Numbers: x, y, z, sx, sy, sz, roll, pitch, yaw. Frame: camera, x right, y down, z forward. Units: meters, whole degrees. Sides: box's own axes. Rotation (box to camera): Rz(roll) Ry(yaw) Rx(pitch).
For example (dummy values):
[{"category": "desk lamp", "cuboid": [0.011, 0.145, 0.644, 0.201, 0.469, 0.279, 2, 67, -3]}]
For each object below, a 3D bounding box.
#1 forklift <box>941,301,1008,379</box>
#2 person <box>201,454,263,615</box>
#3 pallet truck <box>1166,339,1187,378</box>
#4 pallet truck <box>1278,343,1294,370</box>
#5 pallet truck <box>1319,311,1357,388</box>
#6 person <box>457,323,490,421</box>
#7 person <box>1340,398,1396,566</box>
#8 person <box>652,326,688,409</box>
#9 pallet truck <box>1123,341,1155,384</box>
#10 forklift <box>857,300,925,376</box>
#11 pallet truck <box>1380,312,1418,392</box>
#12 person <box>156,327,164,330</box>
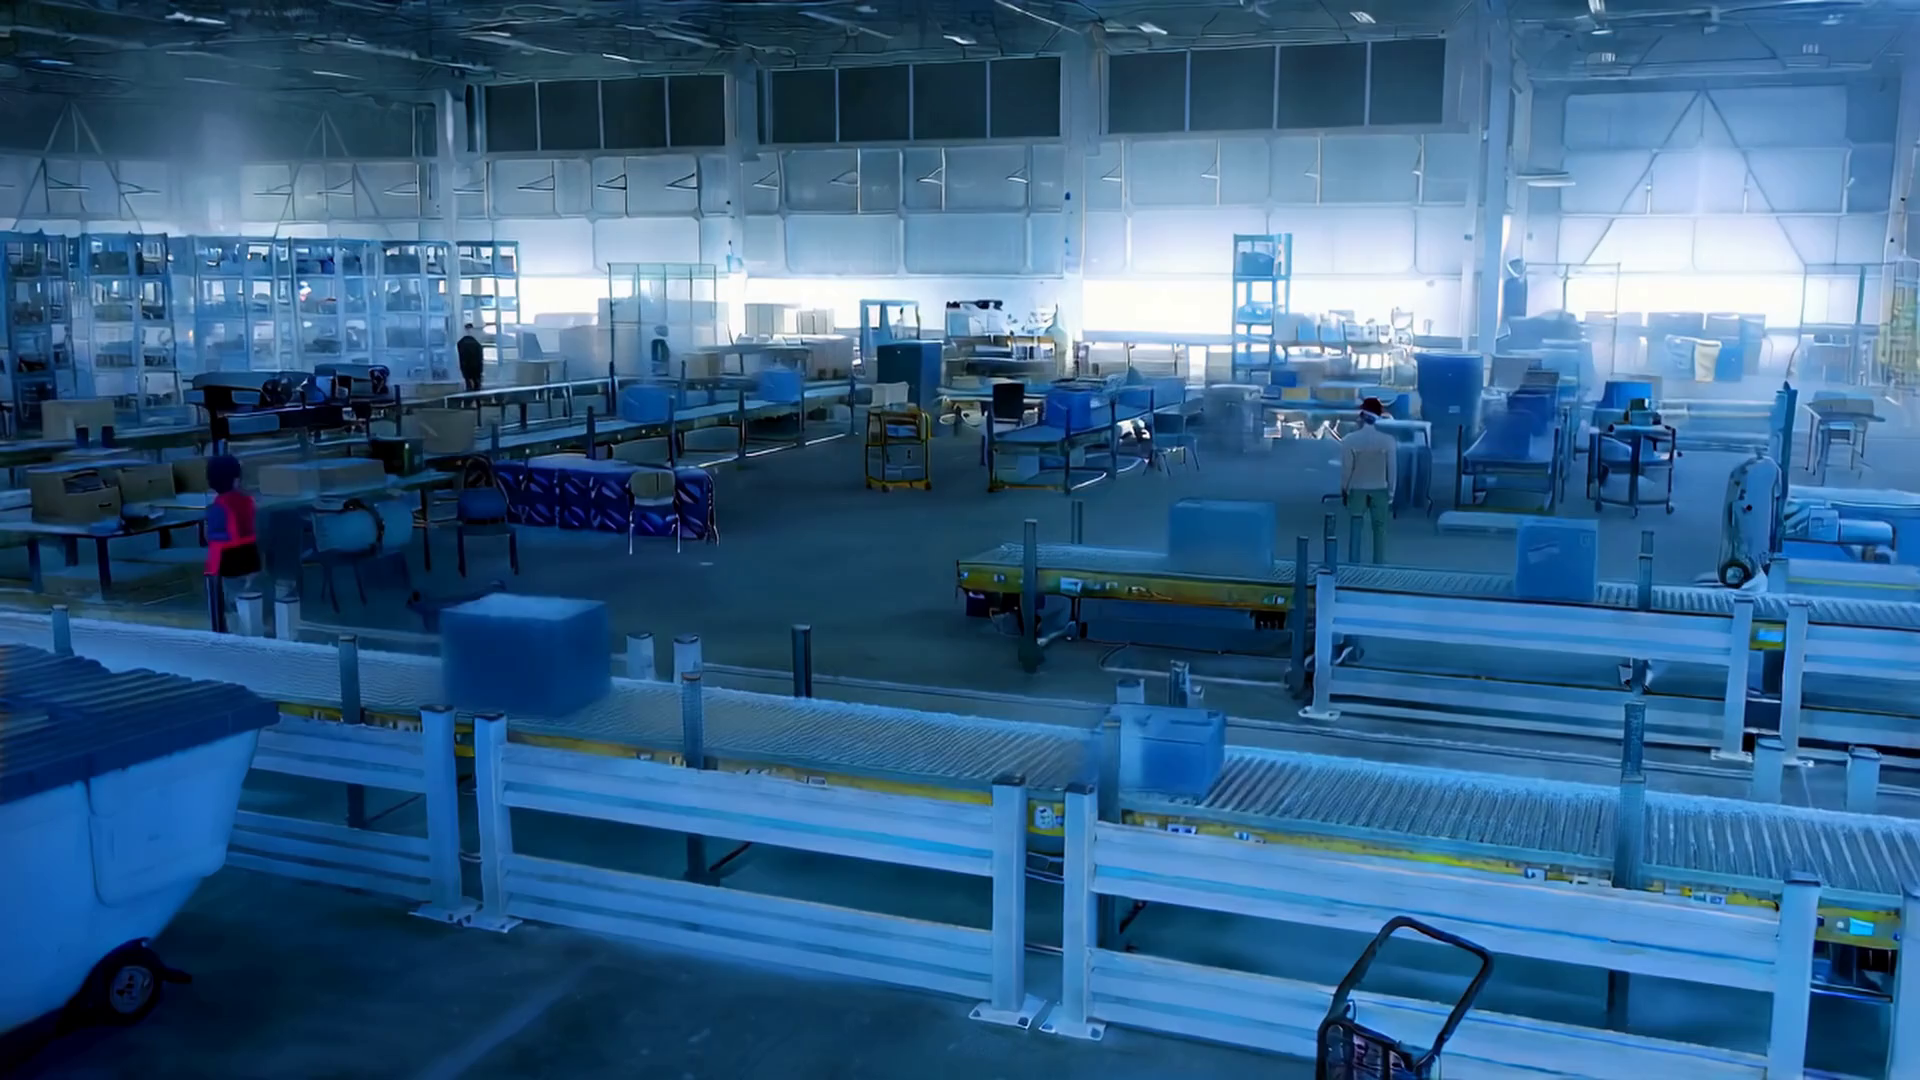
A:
[{"category": "forklift", "cuboid": [0.365, -4.966, 41.571, 1.157, 1.987, 2.680, 3, 10, 20]}, {"category": "person", "cuboid": [-5.329, 0.220, 12.034, 0.715, 1.673, 0.547, 1, 9, 3]}, {"category": "pallet truck", "cuboid": [5.418, -4.269, 40.420, 0.704, 1.261, 1.522, 3, 10, 20]}, {"category": "pallet truck", "cuboid": [7.886, -4.163, 39.743, 0.653, 1.274, 1.630, 4, 10, 22]}, {"category": "pallet truck", "cuboid": [9.071, -4.419, 39.190, 0.823, 1.965, 1.885, 5, 10, 26]}, {"category": "person", "cuboid": [-9.521, -3.276, 32.538, 0.642, 1.909, 0.399, 7, 12, 38]}, {"category": "person", "cuboid": [3.927, -0.480, 16.022, 0.523, 1.769, 0.319, 3, 10, 16]}, {"category": "person", "cuboid": [-6.211, -3.567, 34.713, 0.937, 1.786, 0.595, -6, 11, -33]}, {"category": "pallet truck", "cuboid": [4.445, -4.380, 41.279, 0.680, 1.201, 1.601, 4, 10, 22]}, {"category": "forklift", "cuboid": [-1.732, -5.109, 42.468, 1.157, 1.987, 2.680, 4, 10, 22]}, {"category": "pallet truck", "cuboid": [10.207, -4.283, 38.369, 0.823, 1.965, 1.885, 3, 10, 20]}, {"category": "person", "cuboid": [-17.964, -4.042, 37.424, 0.569, 1.831, 0.411, -6, 11, -33]}]
